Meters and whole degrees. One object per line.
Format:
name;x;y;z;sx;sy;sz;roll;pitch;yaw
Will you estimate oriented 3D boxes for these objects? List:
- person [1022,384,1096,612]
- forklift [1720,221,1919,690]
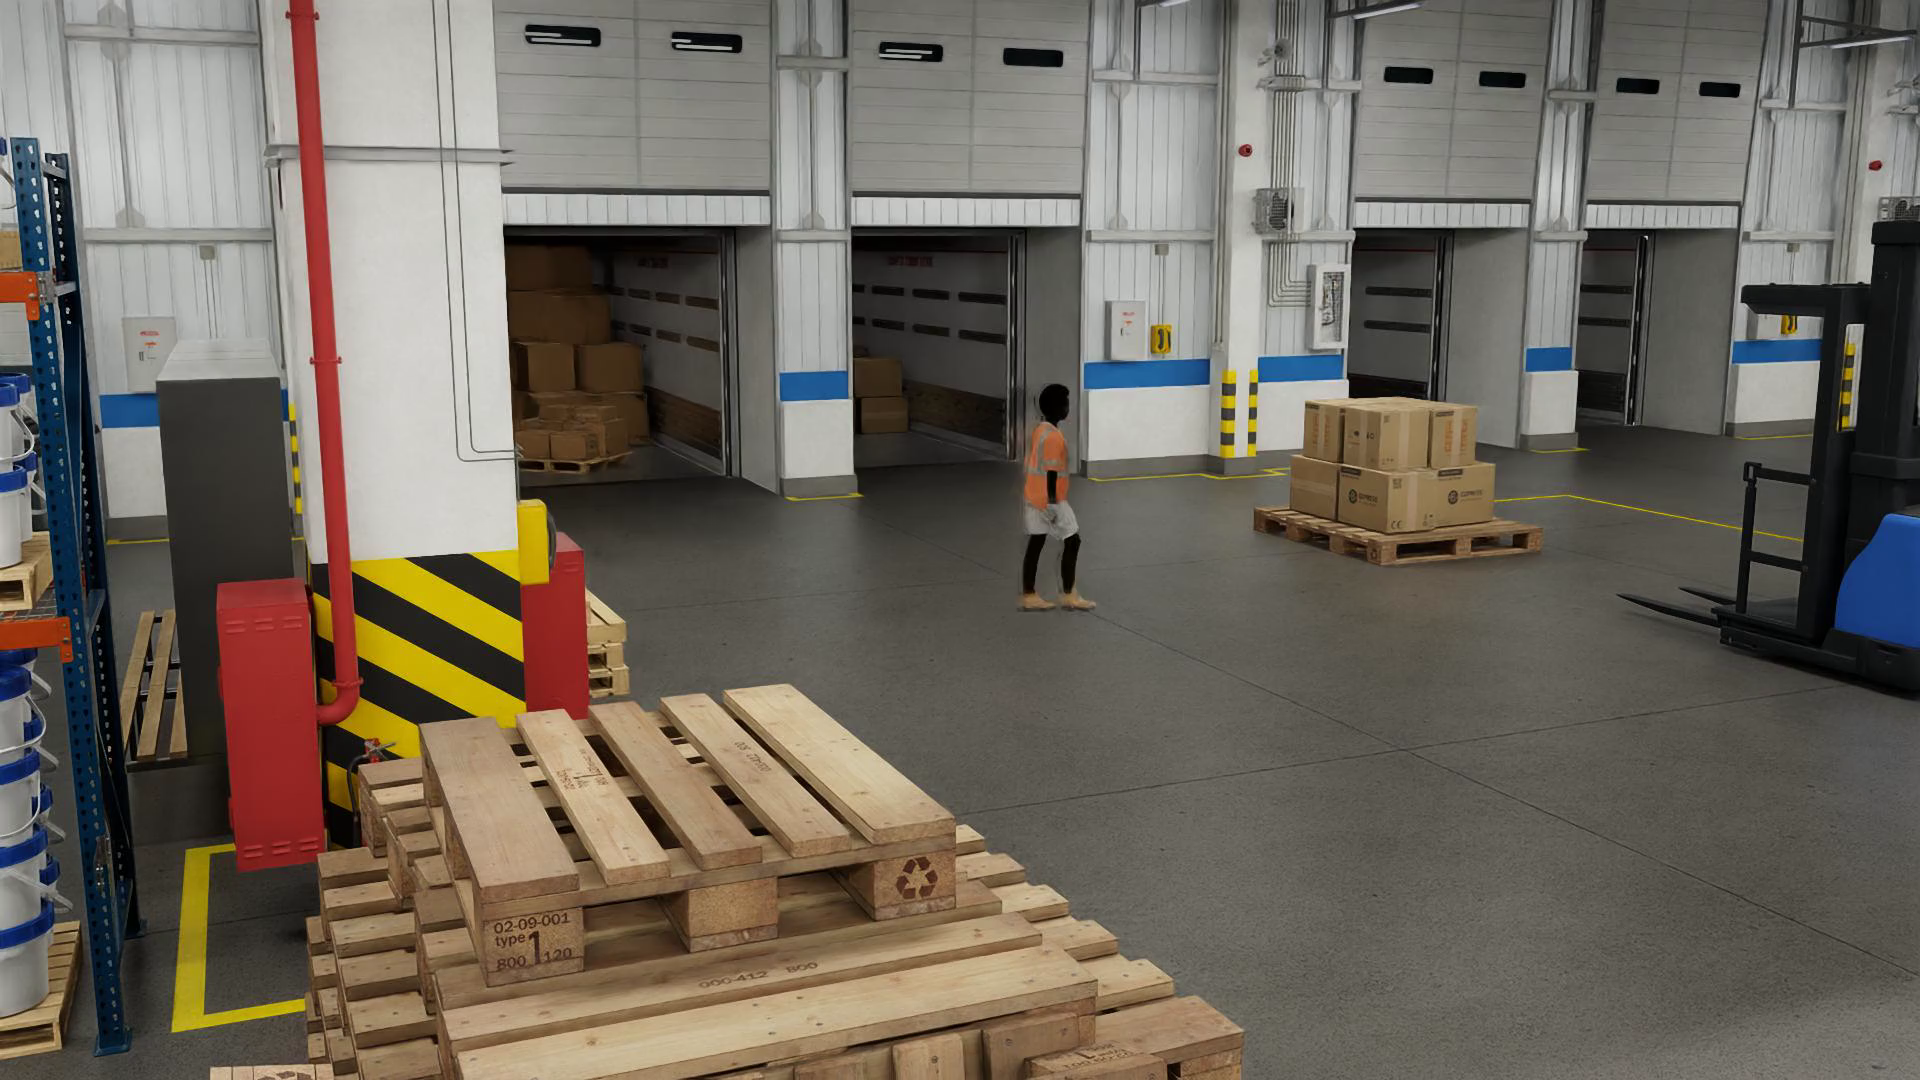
person;0.748;-0.297;12.112;0.656;1.671;0.557;-2;11;-12
forklift;5.949;-0.550;10.218;1.129;2.768;1.873;-4;11;-23
